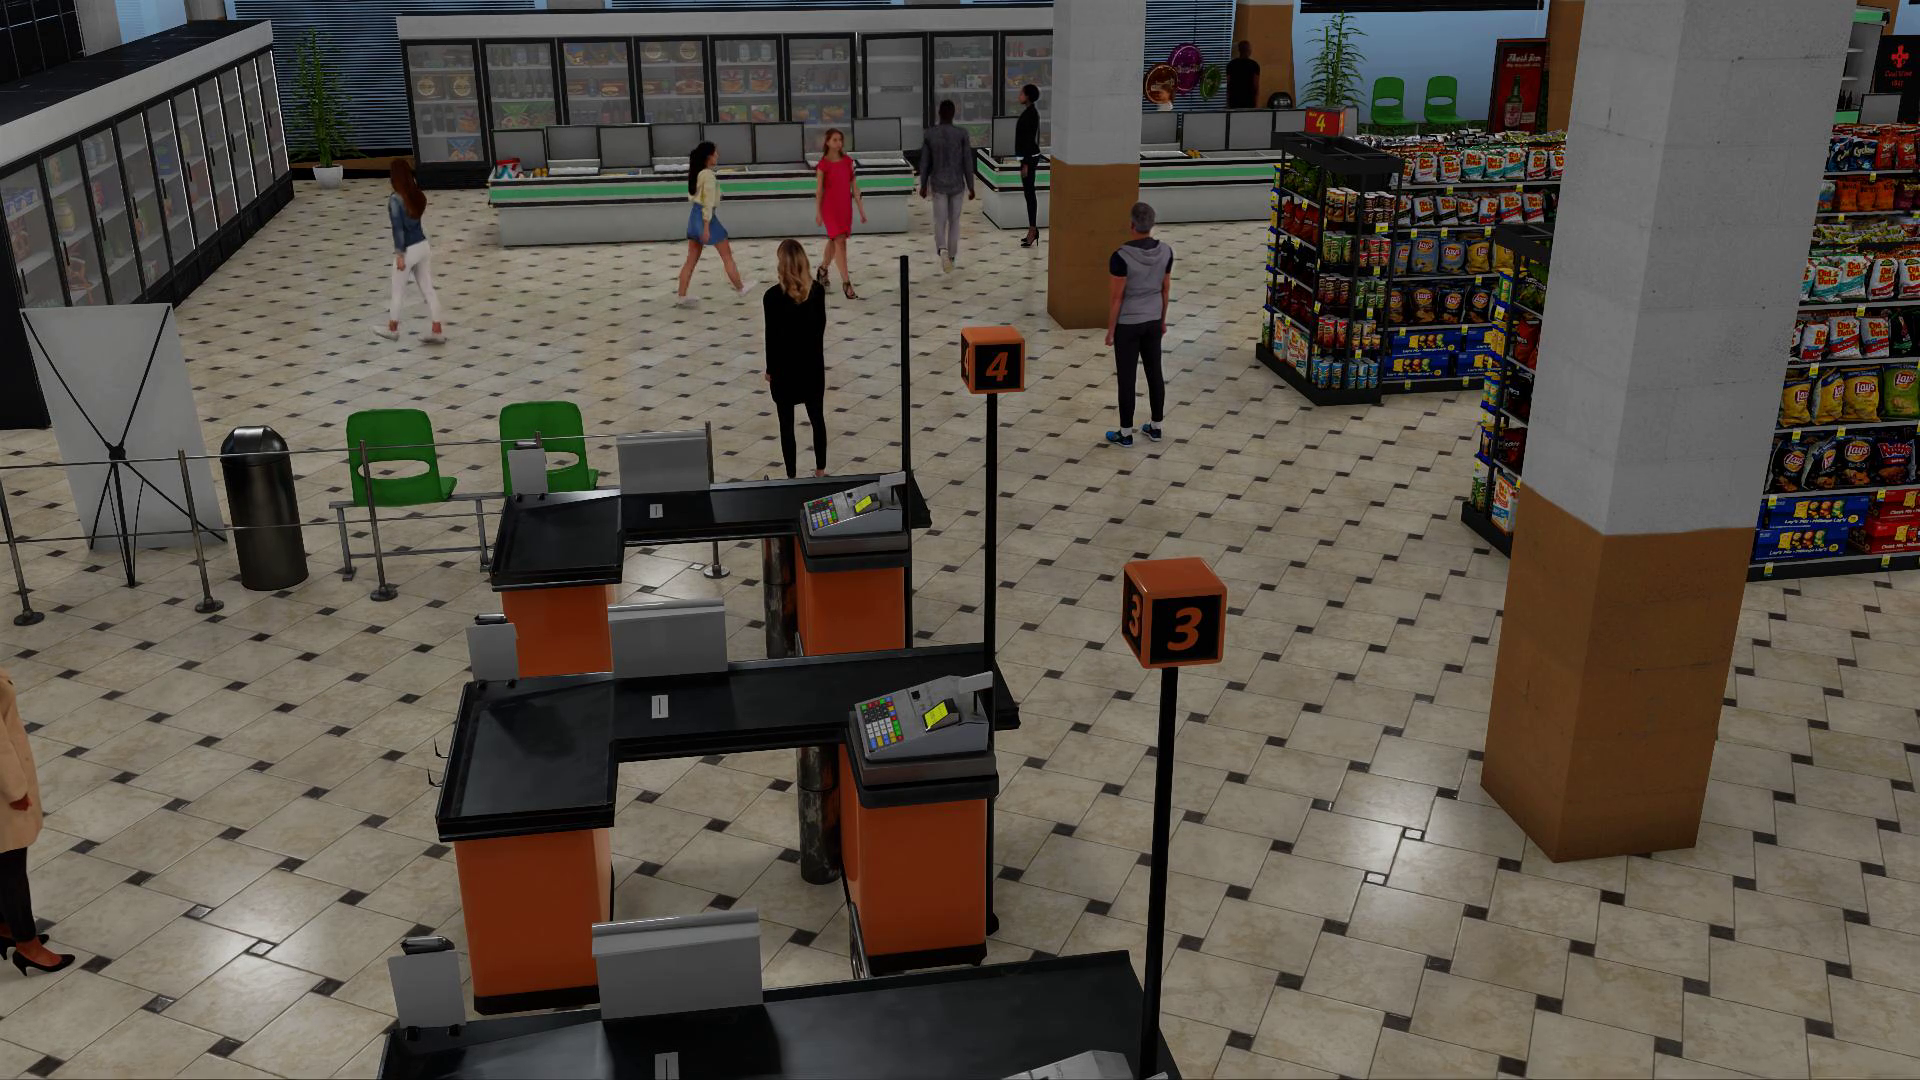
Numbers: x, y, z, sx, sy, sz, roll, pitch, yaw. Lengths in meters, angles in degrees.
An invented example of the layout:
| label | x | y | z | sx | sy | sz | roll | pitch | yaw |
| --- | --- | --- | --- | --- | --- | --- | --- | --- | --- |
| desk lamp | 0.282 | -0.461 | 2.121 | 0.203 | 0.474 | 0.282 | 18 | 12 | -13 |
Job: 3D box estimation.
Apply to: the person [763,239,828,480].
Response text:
| label | x | y | z | sx | sy | sz | roll | pitch | yaw |
| --- | --- | --- | --- | --- | --- | --- | --- | --- | --- |
| person | -1.119 | -1.175 | 11.443 | 0.593 | 1.801 | 0.734 | -13 | 25 | -29 |

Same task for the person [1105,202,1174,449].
| label | x | y | z | sx | sy | sz | roll | pitch | yaw |
| --- | --- | --- | --- | --- | --- | --- | --- | --- | --- |
| person | 1.349 | -1.617 | 12.508 | 0.614 | 1.827 | 0.812 | -11 | 25 | -26 |

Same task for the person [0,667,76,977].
| label | x | y | z | sx | sy | sz | roll | pitch | yaw |
| --- | --- | --- | --- | --- | --- | --- | --- | --- | --- |
| person | -3.749 | 0.914 | 6.403 | 0.705 | 1.682 | 0.731 | 19 | 29 | 39 |

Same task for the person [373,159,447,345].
| label | x | y | z | sx | sy | sz | roll | pitch | yaw |
| --- | --- | --- | --- | --- | --- | --- | --- | --- | --- |
| person | -4.904 | -2.594 | 15.147 | 1.050 | 1.672 | 0.910 | 8 | 23 | 18 |

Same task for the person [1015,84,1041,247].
| label | x | y | z | sx | sy | sz | roll | pitch | yaw |
| --- | --- | --- | --- | --- | --- | --- | --- | --- | --- |
| person | 0.798 | -4.345 | 19.287 | 0.627 | 1.834 | 0.669 | 3 | 22 | 7 |

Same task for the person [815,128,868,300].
| label | x | y | z | sx | sy | sz | roll | pitch | yaw |
| --- | --- | --- | --- | --- | --- | --- | --- | --- | --- |
| person | -1.301 | -3.335 | 16.986 | 1.076 | 1.676 | 0.983 | -17 | 27 | -36 |

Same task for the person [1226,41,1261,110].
| label | x | y | z | sx | sy | sz | roll | pitch | yaw |
| --- | --- | --- | --- | --- | --- | --- | --- | --- | --- |
| person | 4.122 | -6.366 | 24.339 | 0.722 | 1.818 | 0.798 | 12 | 25 | 28 |

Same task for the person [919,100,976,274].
| label | x | y | z | sx | sy | sz | roll | pitch | yaw |
| --- | --- | --- | --- | --- | --- | --- | --- | --- | --- |
| person | -0.147 | -3.758 | 17.869 | 1.063 | 1.802 | 0.914 | 0 | 22 | -1 |

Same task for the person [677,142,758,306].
| label | x | y | z | sx | sy | sz | roll | pitch | yaw |
| --- | --- | --- | --- | --- | --- | --- | --- | --- | --- |
| person | -2.609 | -3.094 | 16.519 | 1.200 | 1.577 | 0.988 | -15 | 26 | -33 |

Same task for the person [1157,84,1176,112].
| label | x | y | z | sx | sy | sz | roll | pitch | yaw |
| --- | --- | --- | --- | --- | --- | --- | --- | --- | --- |
| person | 2.901 | -5.804 | 23.623 | 0.560 | 1.310 | 0.534 | -11 | 24 | -26 |
